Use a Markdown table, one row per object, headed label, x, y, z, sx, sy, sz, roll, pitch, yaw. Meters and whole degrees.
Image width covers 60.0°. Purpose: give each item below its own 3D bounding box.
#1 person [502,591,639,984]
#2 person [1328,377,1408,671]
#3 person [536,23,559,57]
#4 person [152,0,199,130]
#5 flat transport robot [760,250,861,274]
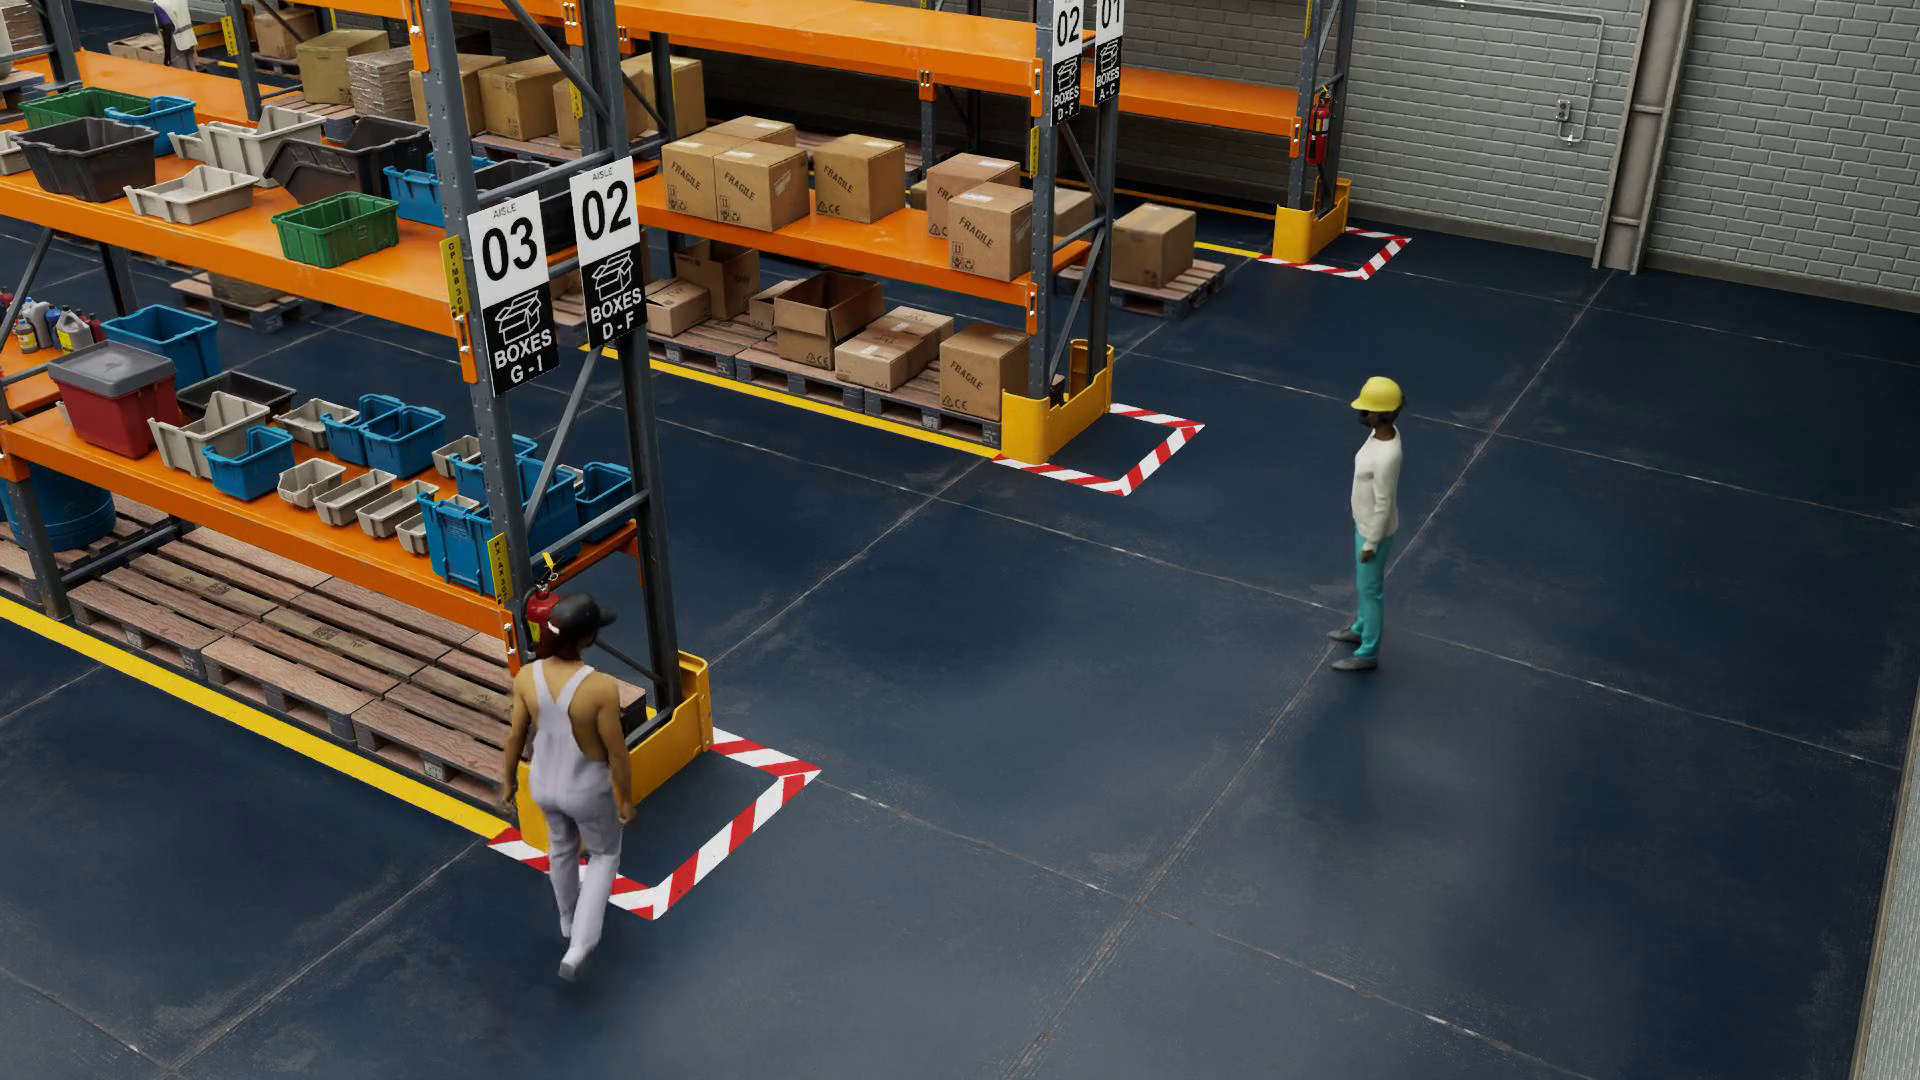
| label | x | y | z | sx | sy | sz | roll | pitch | yaw |
| --- | --- | --- | --- | --- | --- | --- | --- | --- | --- |
| person | -1.695 | 1.072 | 7.114 | 0.626 | 1.829 | 0.655 | 8 | 30 | 14 |
| person | 2.263 | -0.088 | 9.255 | 0.329 | 1.765 | 0.532 | 5 | 29 | 8 |
| person | -4.176 | -4.472 | 17.188 | 0.320 | 1.697 | 0.531 | -2 | 29 | -4 |
| person | -8.999 | -5.666 | 19.179 | 0.377 | 1.843 | 0.569 | 3 | 29 | 5 |
| flat transport robot | -1.351 | -2.795 | 15.648 | 1.431 | 0.231 | 0.659 | 17 | 34 | 28 |
